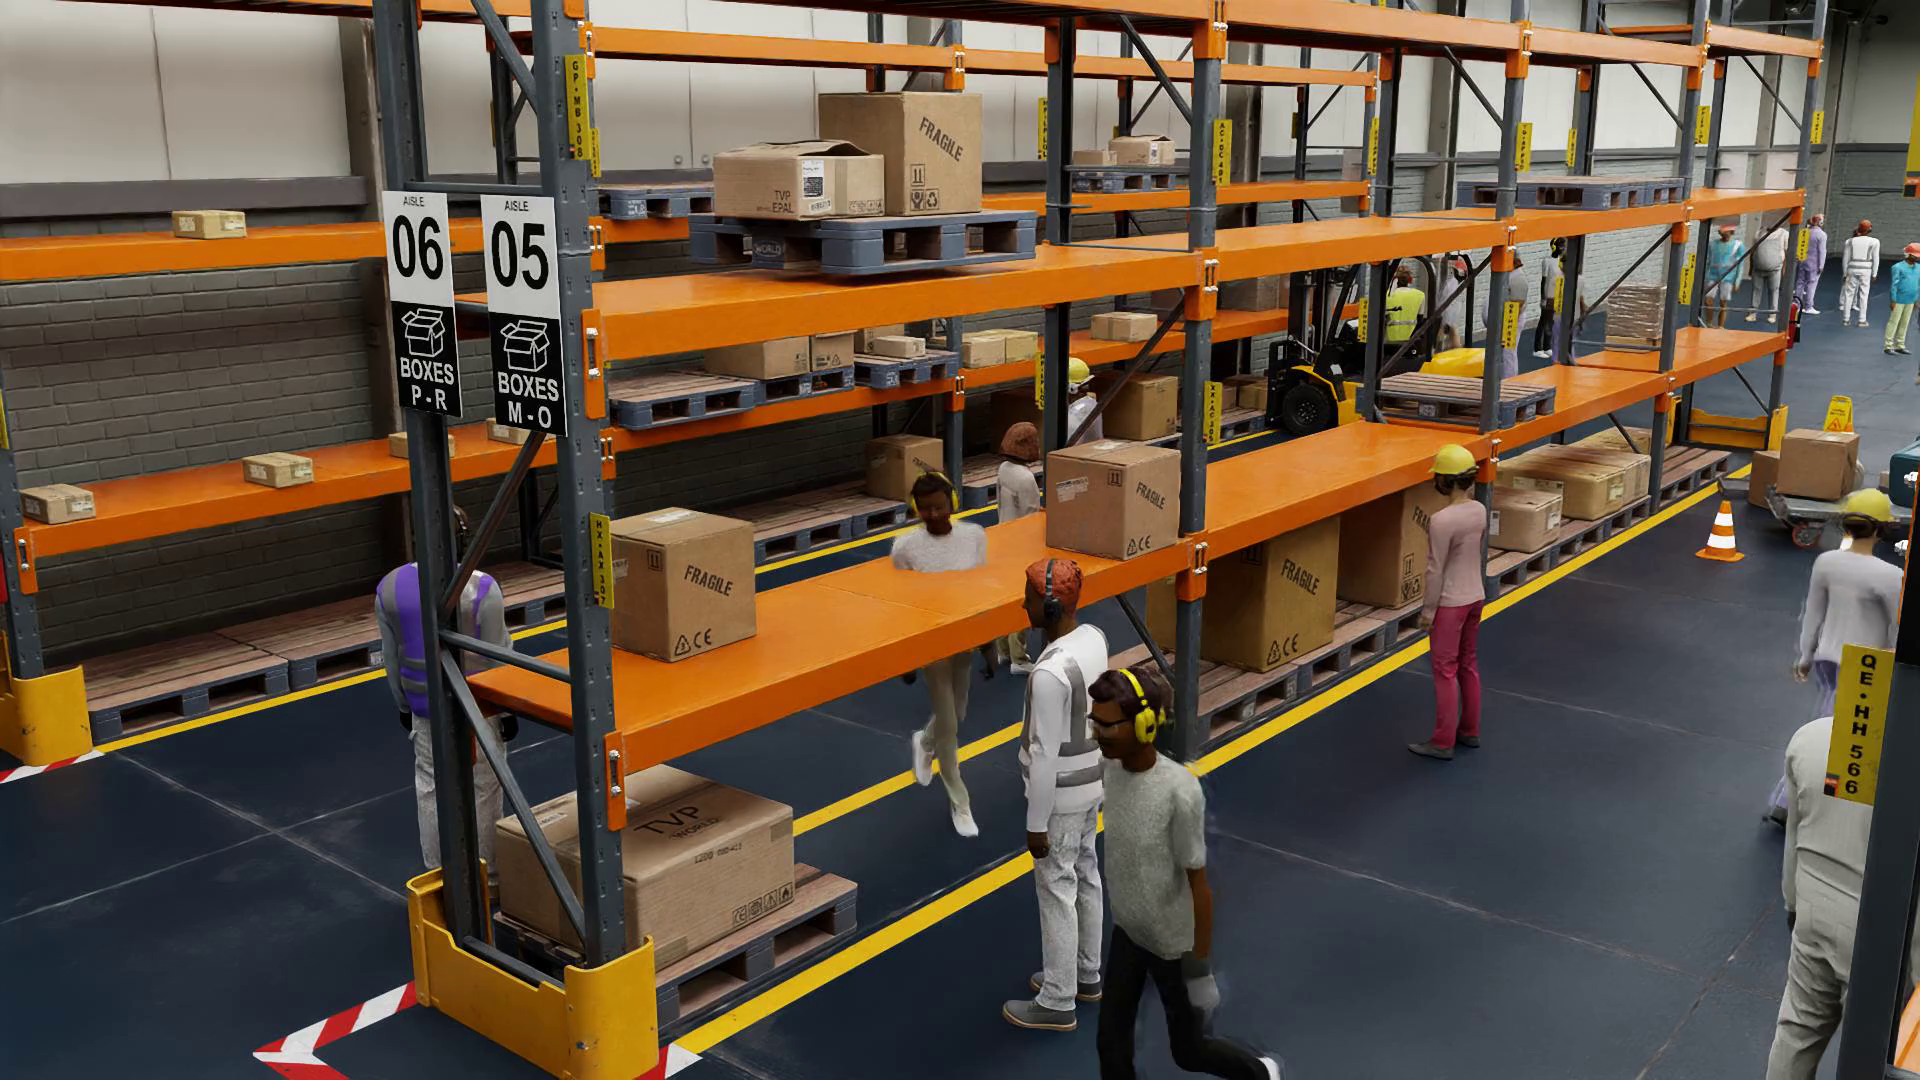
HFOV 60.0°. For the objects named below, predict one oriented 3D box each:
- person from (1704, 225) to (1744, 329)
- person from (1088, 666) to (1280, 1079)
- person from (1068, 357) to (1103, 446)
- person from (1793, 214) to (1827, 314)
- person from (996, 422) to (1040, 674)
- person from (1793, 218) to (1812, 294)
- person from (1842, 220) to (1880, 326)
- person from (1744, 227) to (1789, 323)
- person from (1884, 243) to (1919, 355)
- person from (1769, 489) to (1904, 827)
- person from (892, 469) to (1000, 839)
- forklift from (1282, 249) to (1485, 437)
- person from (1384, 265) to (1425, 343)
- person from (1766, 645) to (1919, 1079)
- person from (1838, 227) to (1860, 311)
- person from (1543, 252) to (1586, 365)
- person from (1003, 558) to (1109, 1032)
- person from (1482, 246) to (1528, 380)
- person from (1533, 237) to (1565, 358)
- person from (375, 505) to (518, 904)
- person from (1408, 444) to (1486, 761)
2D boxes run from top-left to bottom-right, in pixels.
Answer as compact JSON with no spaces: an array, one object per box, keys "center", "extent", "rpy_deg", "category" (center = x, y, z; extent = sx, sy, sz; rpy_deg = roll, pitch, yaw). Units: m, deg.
[{"center":[12.704,-4.344,27.793],"extent":[0.636,2.021,0.659],"rpy_deg":[10,17,34],"category":"person"},{"center":[0.716,1.264,5.376],"extent":[0.843,1.831,0.550],"rpy_deg":[-9,16,-32],"category":"person"},{"center":[0.857,-0.442,12.328],"extent":[0.405,1.825,0.600],"rpy_deg":[4,14,16],"category":"person"},{"center":[16.373,-5.302,31.960],"extent":[0.399,1.900,0.644],"rpy_deg":[-4,14,-17],"category":"person"},{"center":[0.389,0.048,10.711],"extent":[0.278,1.634,0.499],"rpy_deg":[-5,15,-20],"category":"person"},{"center":[18.269,-6.119,35.819],"extent":[0.286,1.635,0.497],"rpy_deg":[-4,14,-17],"category":"person"},{"center":[16.155,-4.780,29.853],"extent":[0.576,1.885,0.355],"rpy_deg":[12,18,40],"category":"person"},{"center":[14.773,-5.001,30.431],"extent":[0.688,2.000,0.539],"rpy_deg":[12,18,39],"category":"person"},{"center":[14.781,-3.766,26.010],"extent":[0.559,1.744,0.333],"rpy_deg":[-5,15,-20],"category":"person"},{"center":[4.452,0.601,8.294],"extent":[0.881,1.721,0.523],"rpy_deg":[-3,14,-12],"category":"person"},{"center":[-0.099,0.508,8.434],"extent":[0.532,1.832,0.853],"rpy_deg":[-5,15,-19],"category":"person"},{"center":[4.886,-2.214,18.767],"extent":[2.313,2.155,1.214],"rpy_deg":[11,18,38],"category":"forklift"},{"center":[5.384,-2.426,20.349],"extent":[0.570,1.843,0.372],"rpy_deg":[-1,14,-5],"category":"person"},{"center":[2.904,1.243,5.310],"extent":[0.401,1.899,0.632],"rpy_deg":[-4,14,-17],"category":"person"},{"center":[17.454,-5.296,32.464],"extent":[0.514,1.639,0.310],"rpy_deg":[-1,14,-5],"category":"person"},{"center":[8.193,-2.967,22.533],"extent":[0.558,1.854,0.426],"rpy_deg":[0,14,1],"category":"person"},{"center":[0.389,0.978,6.426],"extent":[0.359,1.880,0.575],"rpy_deg":[6,15,23],"category":"person"},{"center":[7.025,-2.814,21.525],"extent":[0.535,2.000,0.679],"rpy_deg":[0,14,0],"category":"person"},{"center":[9.137,-3.747,25.708],"extent":[0.512,1.861,0.322],"rpy_deg":[-11,18,-38],"category":"person"},{"center":[-2.258,0.739,7.477],"extent":[0.622,1.842,0.429],"rpy_deg":[3,14,13],"category":"person"},{"center":[2.725,0.340,9.278],"extent":[0.524,1.757,0.359],"rpy_deg":[-13,19,-42],"category":"person"}]
